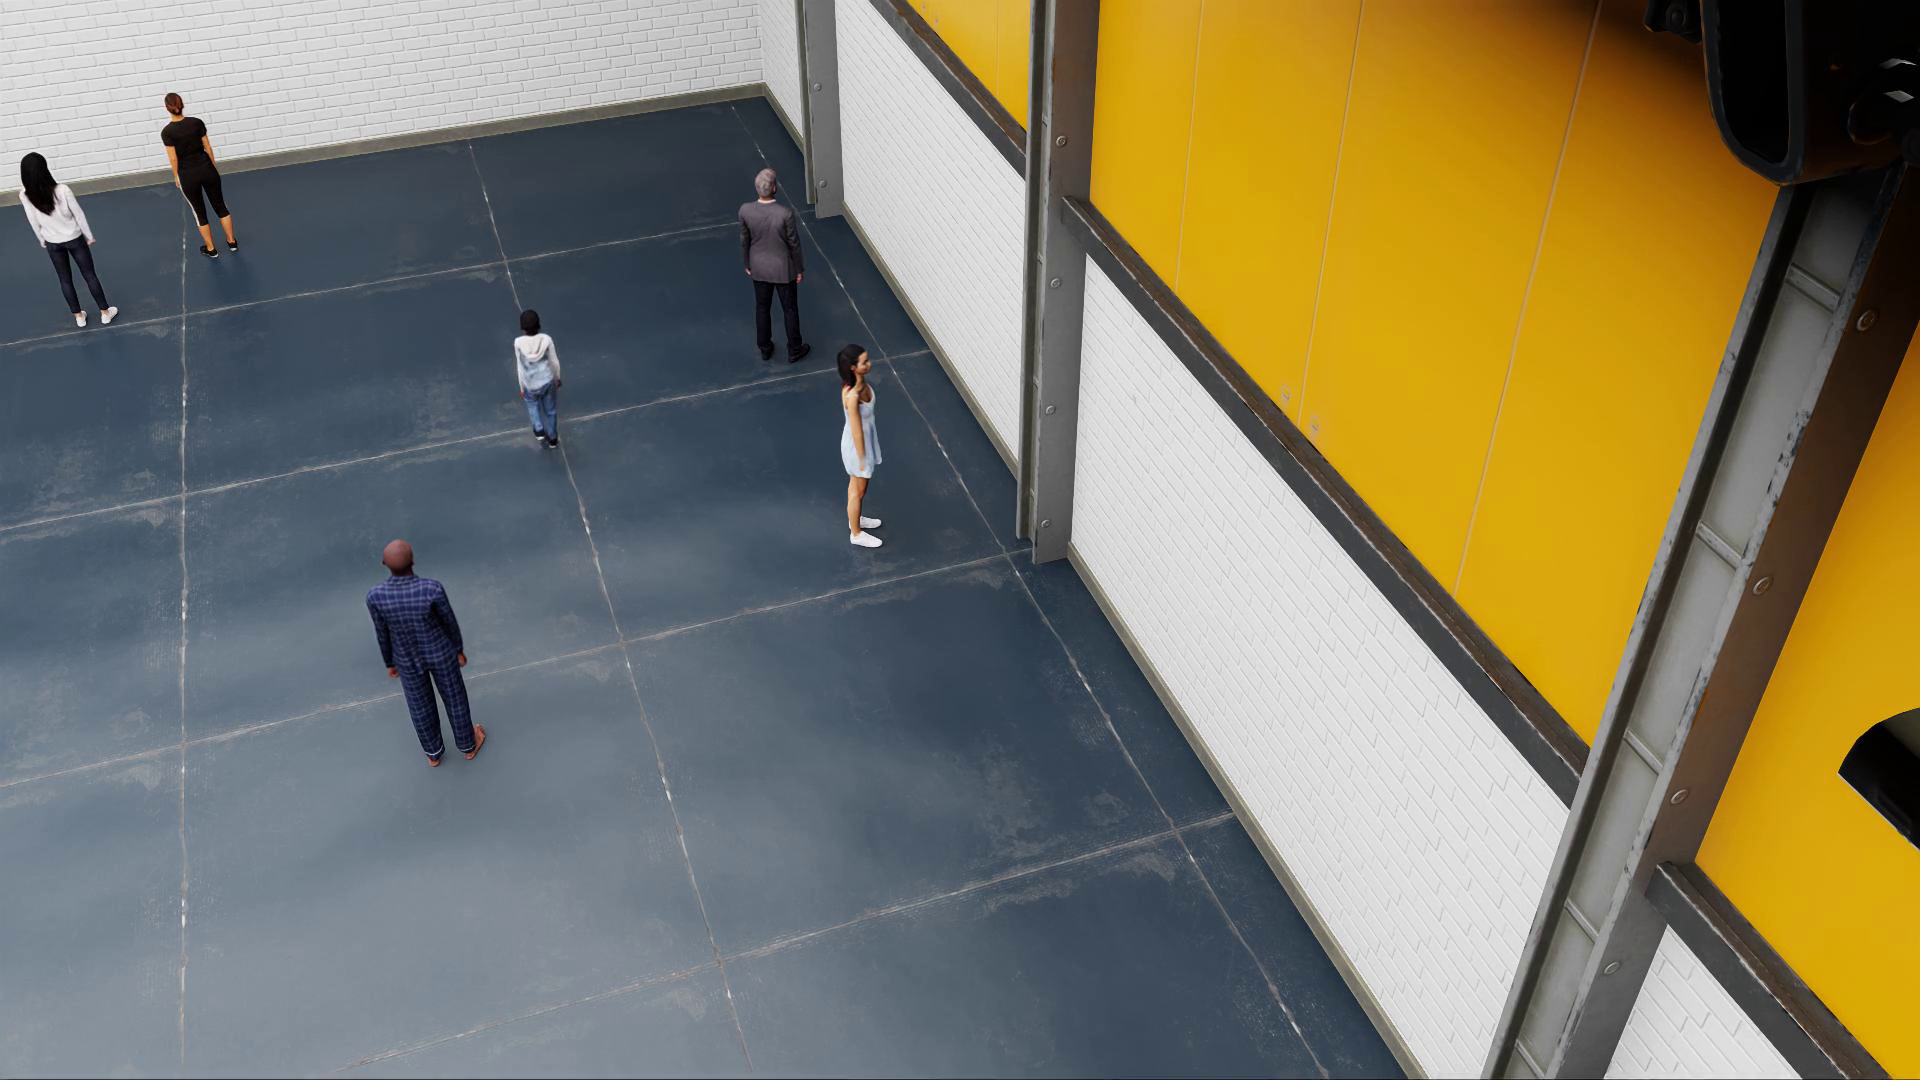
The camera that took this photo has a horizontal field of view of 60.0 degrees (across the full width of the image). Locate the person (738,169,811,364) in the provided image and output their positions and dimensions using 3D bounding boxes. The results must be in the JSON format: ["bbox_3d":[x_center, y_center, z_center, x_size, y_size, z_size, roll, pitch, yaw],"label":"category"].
[{"bbox_3d":[-1.632,-2.402,14.575,0.802,1.842,0.803,7,39,9],"label":"person"}]

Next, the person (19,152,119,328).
[{"bbox_3d":[-8.138,-2.729,15.097,0.641,1.700,0.588,-8,39,-10],"label":"person"}]

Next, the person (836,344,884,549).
[{"bbox_3d":[-0.769,-0.730,12.571,0.713,1.730,0.577,0,39,0],"label":"person"}]

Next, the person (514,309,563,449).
[{"bbox_3d":[-3.457,-1.287,13.654,0.513,1.248,0.529,-11,40,-14],"label":"person"}]

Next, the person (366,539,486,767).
[{"bbox_3d":[-3.438,0.725,10.678,0.683,1.819,0.622,-8,39,-10],"label":"person"}]

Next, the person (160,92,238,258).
[{"bbox_3d":[-7.415,-3.560,16.164,0.654,1.669,0.648,-30,47,-32],"label":"person"}]
